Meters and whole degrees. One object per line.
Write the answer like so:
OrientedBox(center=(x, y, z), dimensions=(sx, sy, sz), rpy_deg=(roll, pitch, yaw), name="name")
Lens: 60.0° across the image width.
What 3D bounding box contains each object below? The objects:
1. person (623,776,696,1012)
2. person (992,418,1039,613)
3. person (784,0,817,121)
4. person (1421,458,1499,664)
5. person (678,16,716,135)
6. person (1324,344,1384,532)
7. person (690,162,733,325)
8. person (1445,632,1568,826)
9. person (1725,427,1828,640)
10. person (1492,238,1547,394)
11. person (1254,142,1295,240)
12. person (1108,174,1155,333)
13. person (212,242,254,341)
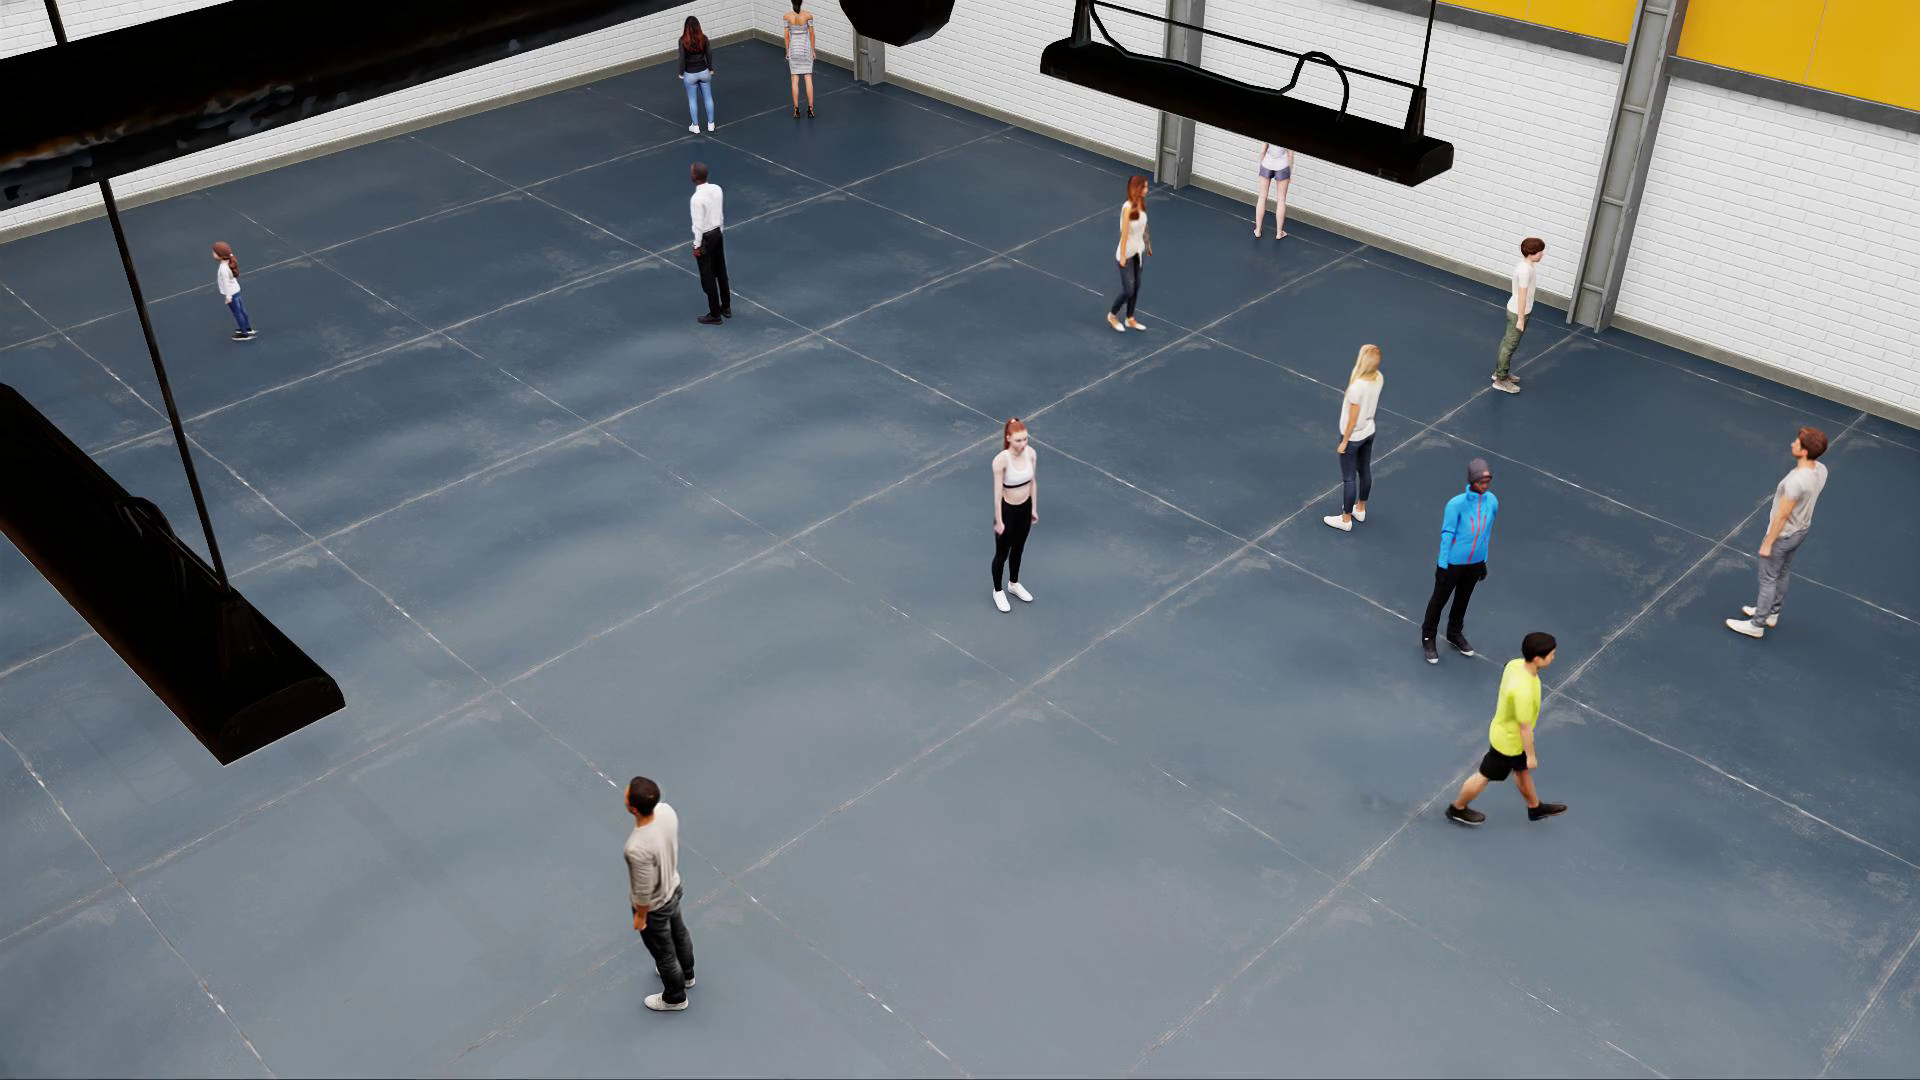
OrientedBox(center=(-1.842, 2.161, 10.178), dimensions=(0.727, 1.811, 0.736), rpy_deg=(8, 34, 12), name="person")
OrientedBox(center=(0.439, -0.228, 13.837), dimensions=(0.624, 1.740, 0.580), rpy_deg=(-20, 39, -27), name="person")
OrientedBox(center=(-2.293, -6.964, 23.896), dimensions=(0.675, 1.823, 0.730), rpy_deg=(-1, 34, -1), name="person")
OrientedBox(center=(3.984, 0.142, 13.231), dimensions=(0.691, 1.794, 0.695), rpy_deg=(-10, 35, -15), name="person")
OrientedBox(center=(-3.721, -6.586, 23.498), dimensions=(0.720, 1.634, 0.689), rpy_deg=(-14, 36, -20), name="person")
OrientedBox(center=(3.553, -0.919, 14.815), dimensions=(0.608, 1.808, 0.483), rpy_deg=(-28, 43, -35), name="person")
OrientedBox(center=(-2.772, -3.278, 18.340), dimensions=(0.638, 1.834, 0.702), rpy_deg=(17, 37, 23), name="person")
OrientedBox(center=(3.732, 1.351, 11.530), dimensions=(1.167, 1.663, 1.007), rpy_deg=(7, 34, 10), name="person")
OrientedBox(center=(6.681, -0.060, 13.444), dimensions=(0.645, 1.895, 0.551), rpy_deg=(-27, 42, -35), name="person")
OrientedBox(center=(5.737, -2.339, 17.090), dimensions=(0.665, 1.655, 0.655), rpy_deg=(11, 35, 16), name="person")
OrientedBox(center=(3.847, -4.544, 20.305), dimensions=(0.630, 1.767, 0.730), rpy_deg=(11, 35, 16), name="person")
OrientedBox(center=(1.817, -3.136, 18.178), dimensions=(0.679, 1.777, 0.701), rpy_deg=(21, 39, 28), name="person")
OrientedBox(center=(-7.957, -2.735, 18.176), dimensions=(0.580, 1.112, 0.510), rpy_deg=(-7, 34, -11), name="person")
